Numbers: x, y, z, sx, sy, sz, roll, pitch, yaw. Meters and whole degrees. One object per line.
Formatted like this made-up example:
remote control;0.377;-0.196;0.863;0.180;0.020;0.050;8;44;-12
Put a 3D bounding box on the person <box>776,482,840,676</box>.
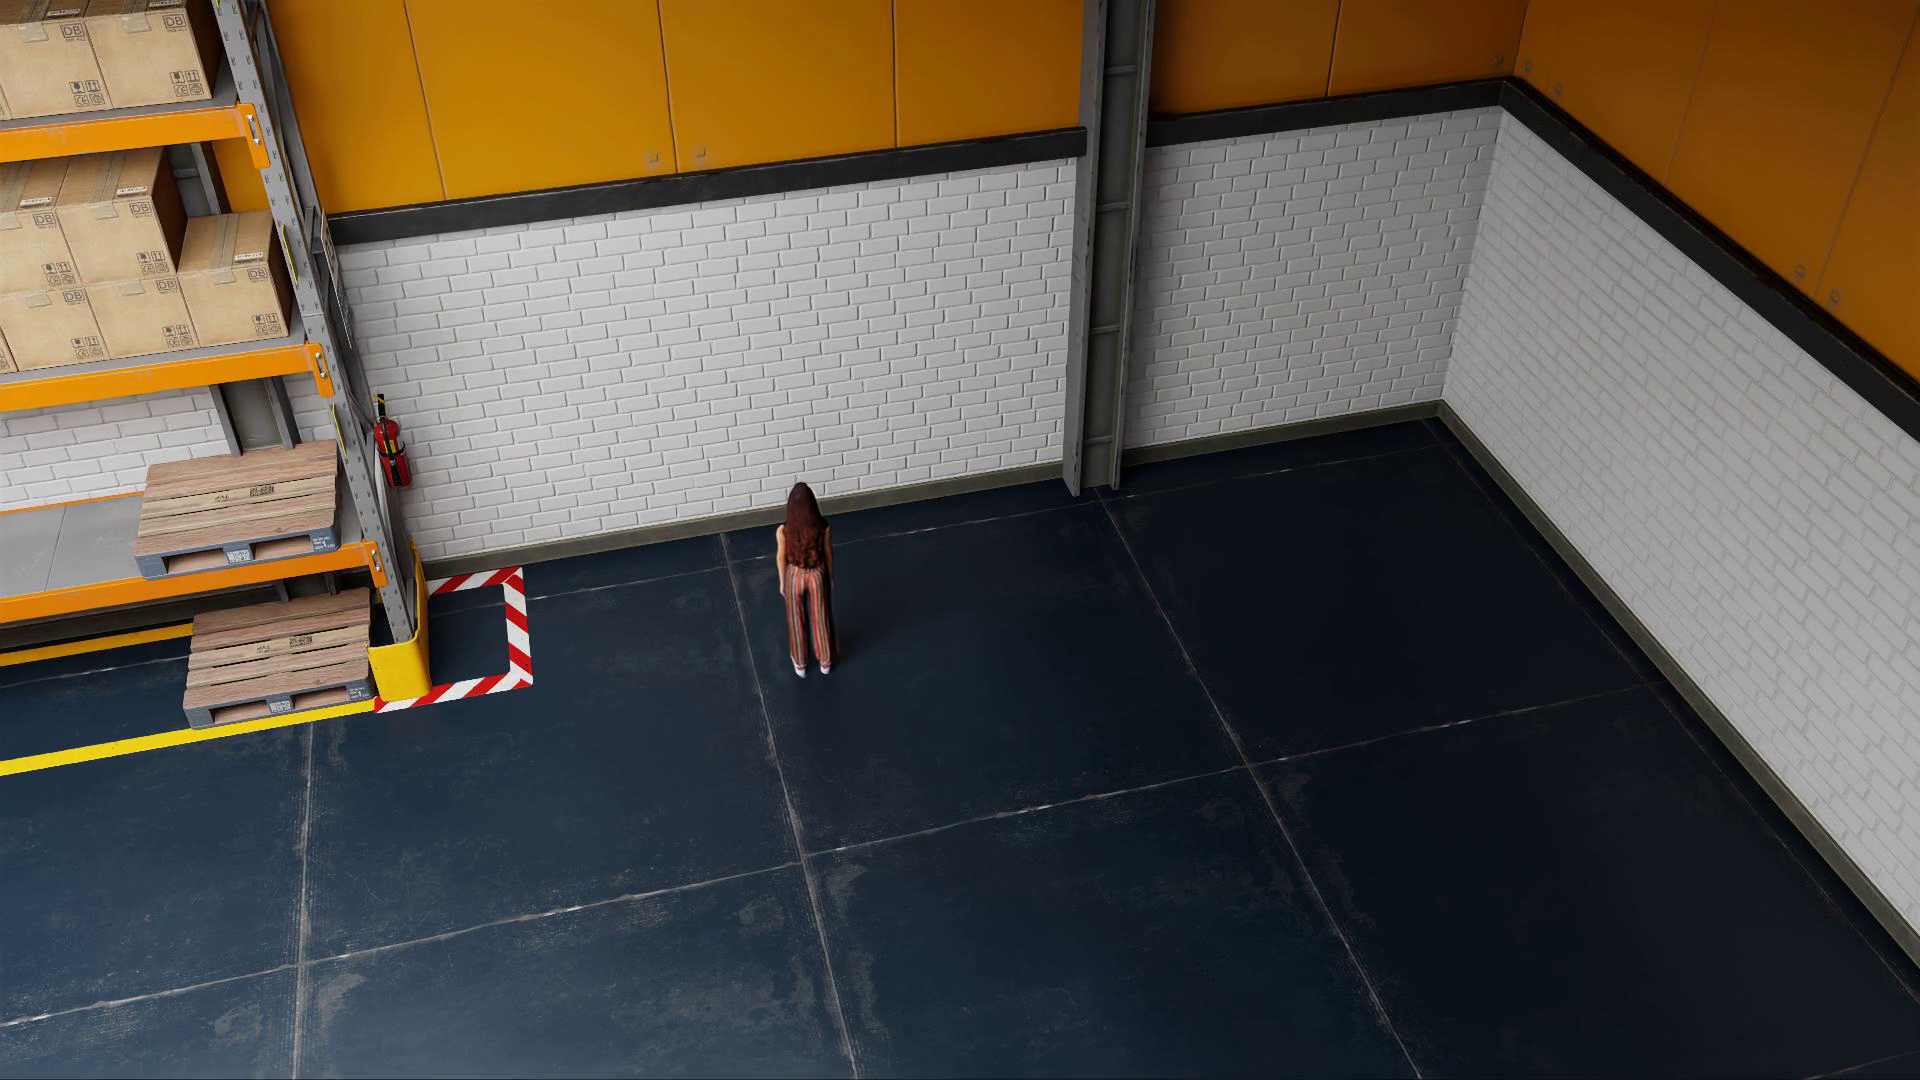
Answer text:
person;-1.043;0.265;11.295;0.455;1.561;0.597;-8;39;-10
